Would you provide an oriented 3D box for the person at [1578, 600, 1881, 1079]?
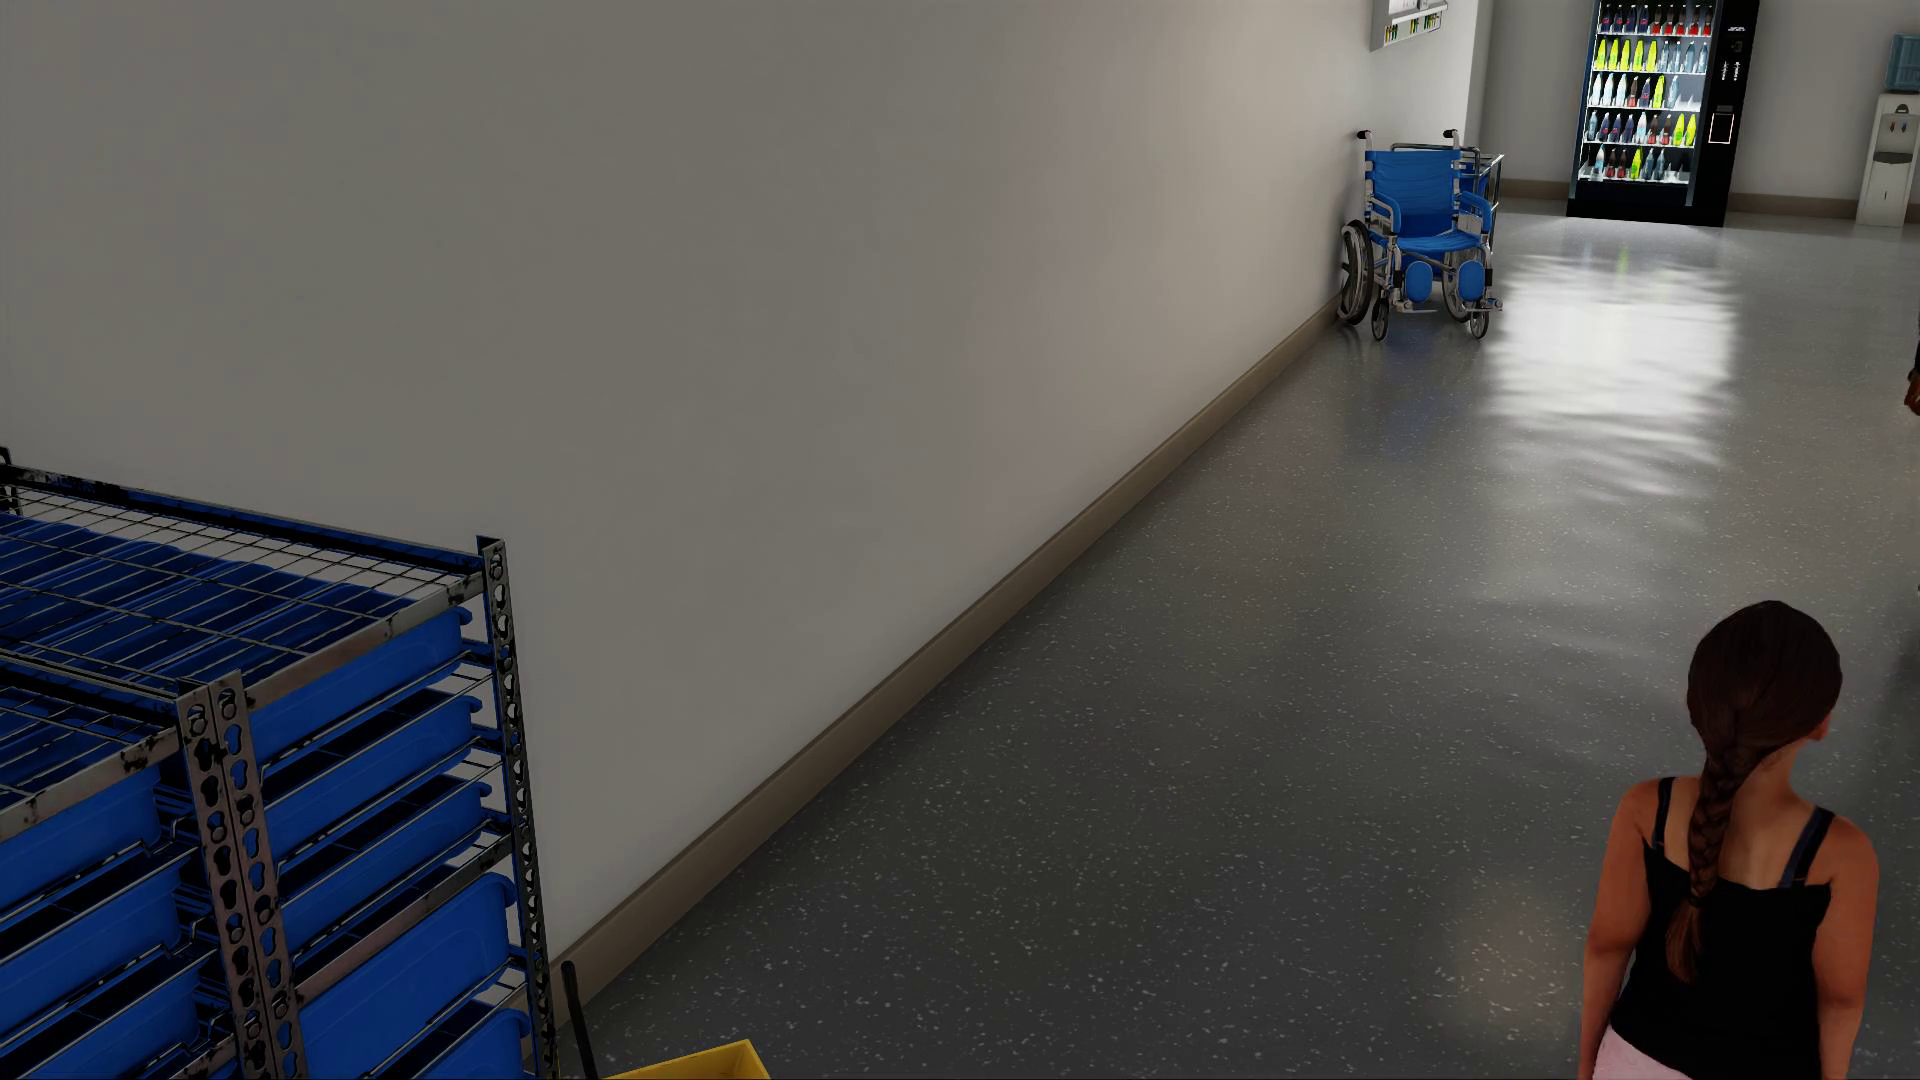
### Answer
[{"bbox_3d":[1.059,0.841,2.386,0.788,1.554,0.680,14,25,33],"label":"person"}]
